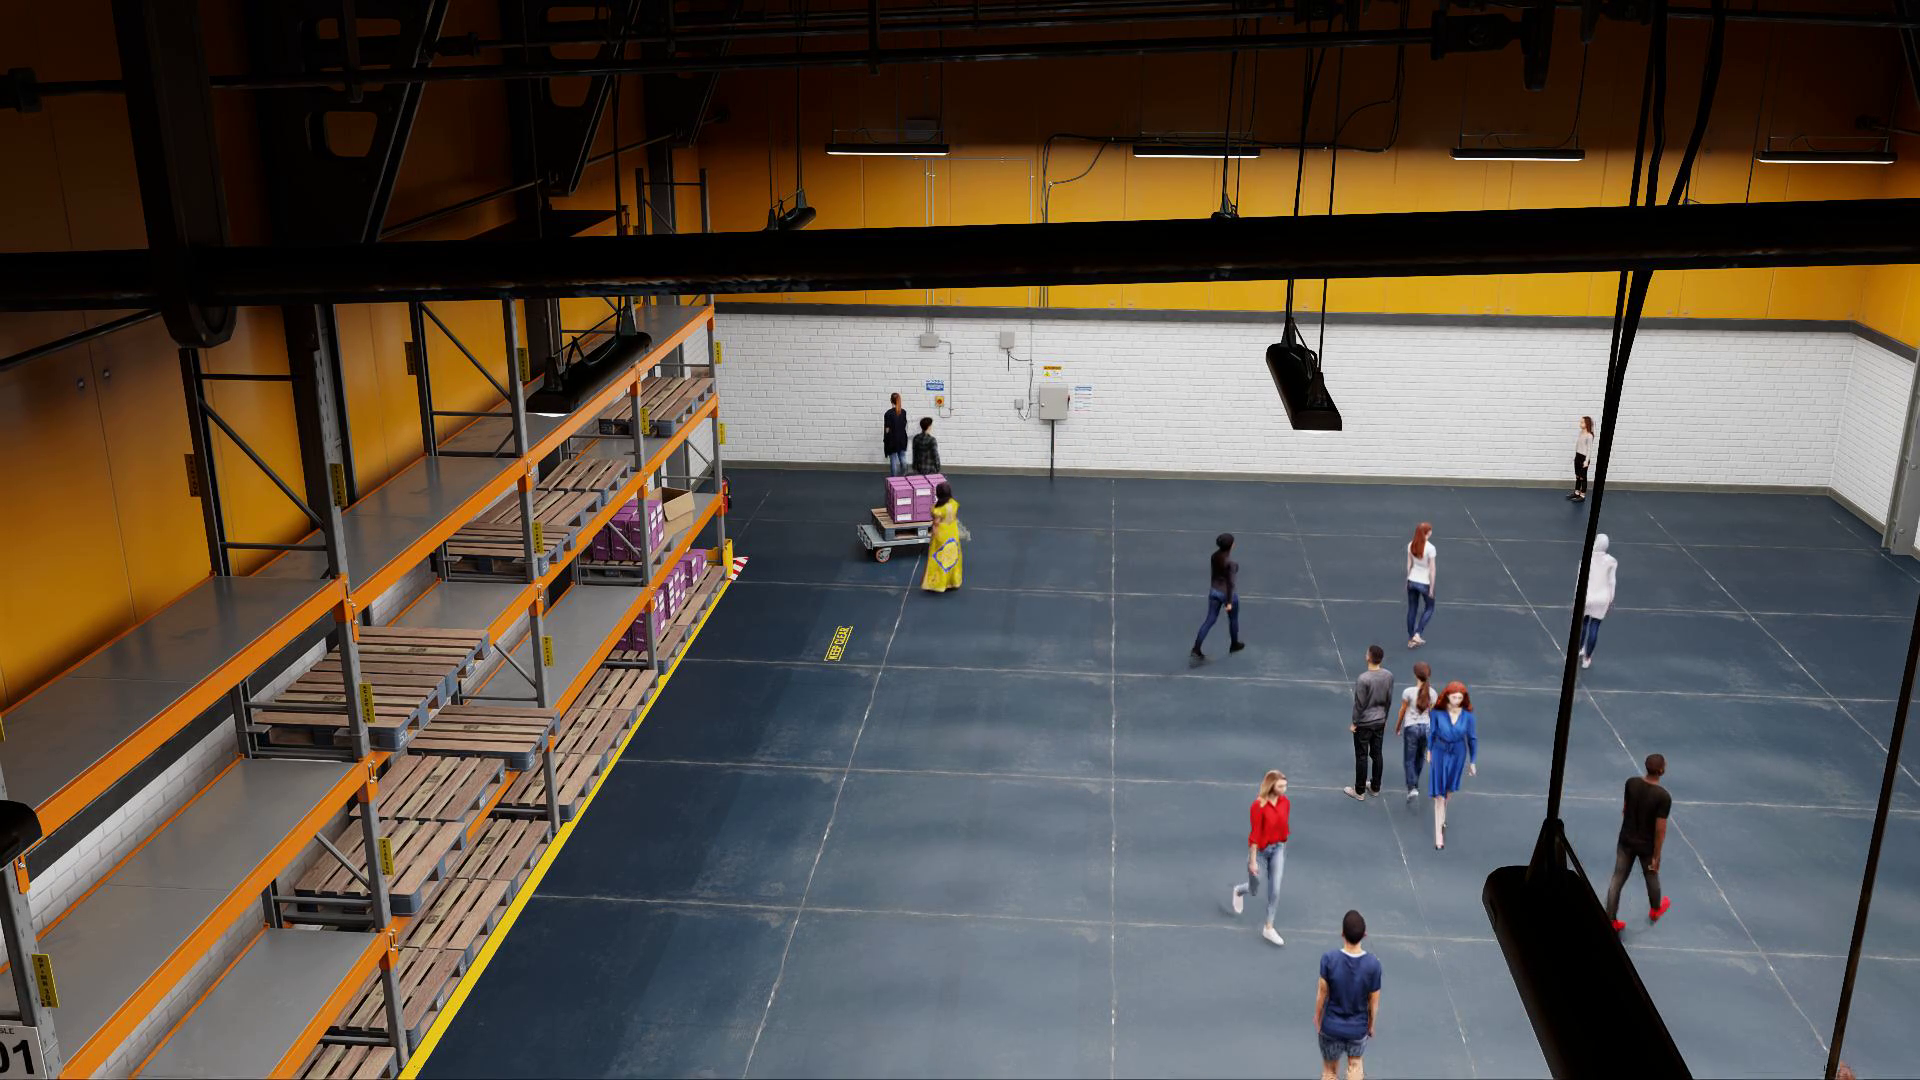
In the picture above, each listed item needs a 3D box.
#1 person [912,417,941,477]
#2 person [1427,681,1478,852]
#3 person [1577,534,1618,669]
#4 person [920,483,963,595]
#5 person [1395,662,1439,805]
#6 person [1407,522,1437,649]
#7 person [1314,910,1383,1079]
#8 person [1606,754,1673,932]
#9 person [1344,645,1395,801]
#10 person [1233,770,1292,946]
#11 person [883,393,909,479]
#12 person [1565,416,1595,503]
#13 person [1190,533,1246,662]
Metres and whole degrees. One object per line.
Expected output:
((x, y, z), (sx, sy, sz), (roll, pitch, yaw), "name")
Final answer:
((-0.597, -1.221, 28.129), (1.030, 1.697, 1.160), (14, 23, 36), "person")
((5.027, 2.253, 17.136), (0.743, 1.771, 1.188), (3, 19, 9), "person")
((8.180, 0.811, 21.447), (0.797, 1.753, 0.978), (9, 20, 24), "person")
((-0.201, -0.039, 24.123), (1.037, 1.657, 0.954), (18, 25, 42), "person")
((4.951, 2.093, 17.977), (0.589, 1.538, 0.977), (0, 19, -1), "person")
((6.050, 0.625, 22.037), (0.700, 1.729, 0.745), (17, 25, 40), "person")
((2.936, 3.727, 12.663), (0.617, 1.833, 0.700), (2, 19, 6), "person")
((6.214, 2.845, 15.383), (1.155, 1.768, 1.094), (-16, 24, -39), "person")
((4.443, 1.965, 18.007), (0.698, 1.761, 0.696), (-7, 20, -21), "person")
((2.792, 2.881, 15.392), (0.899, 1.695, 1.034), (-9, 21, -25), "person")
((-1.118, -1.774, 29.234), (0.718, 1.683, 0.752), (-11, 22, -30), "person")
((10.647, -1.396, 28.418), (0.655, 1.485, 0.516), (-4, 19, -11), "person")
((3.337, 0.781, 21.615), (1.208, 1.702, 1.191), (-13, 23, -35), "person")
